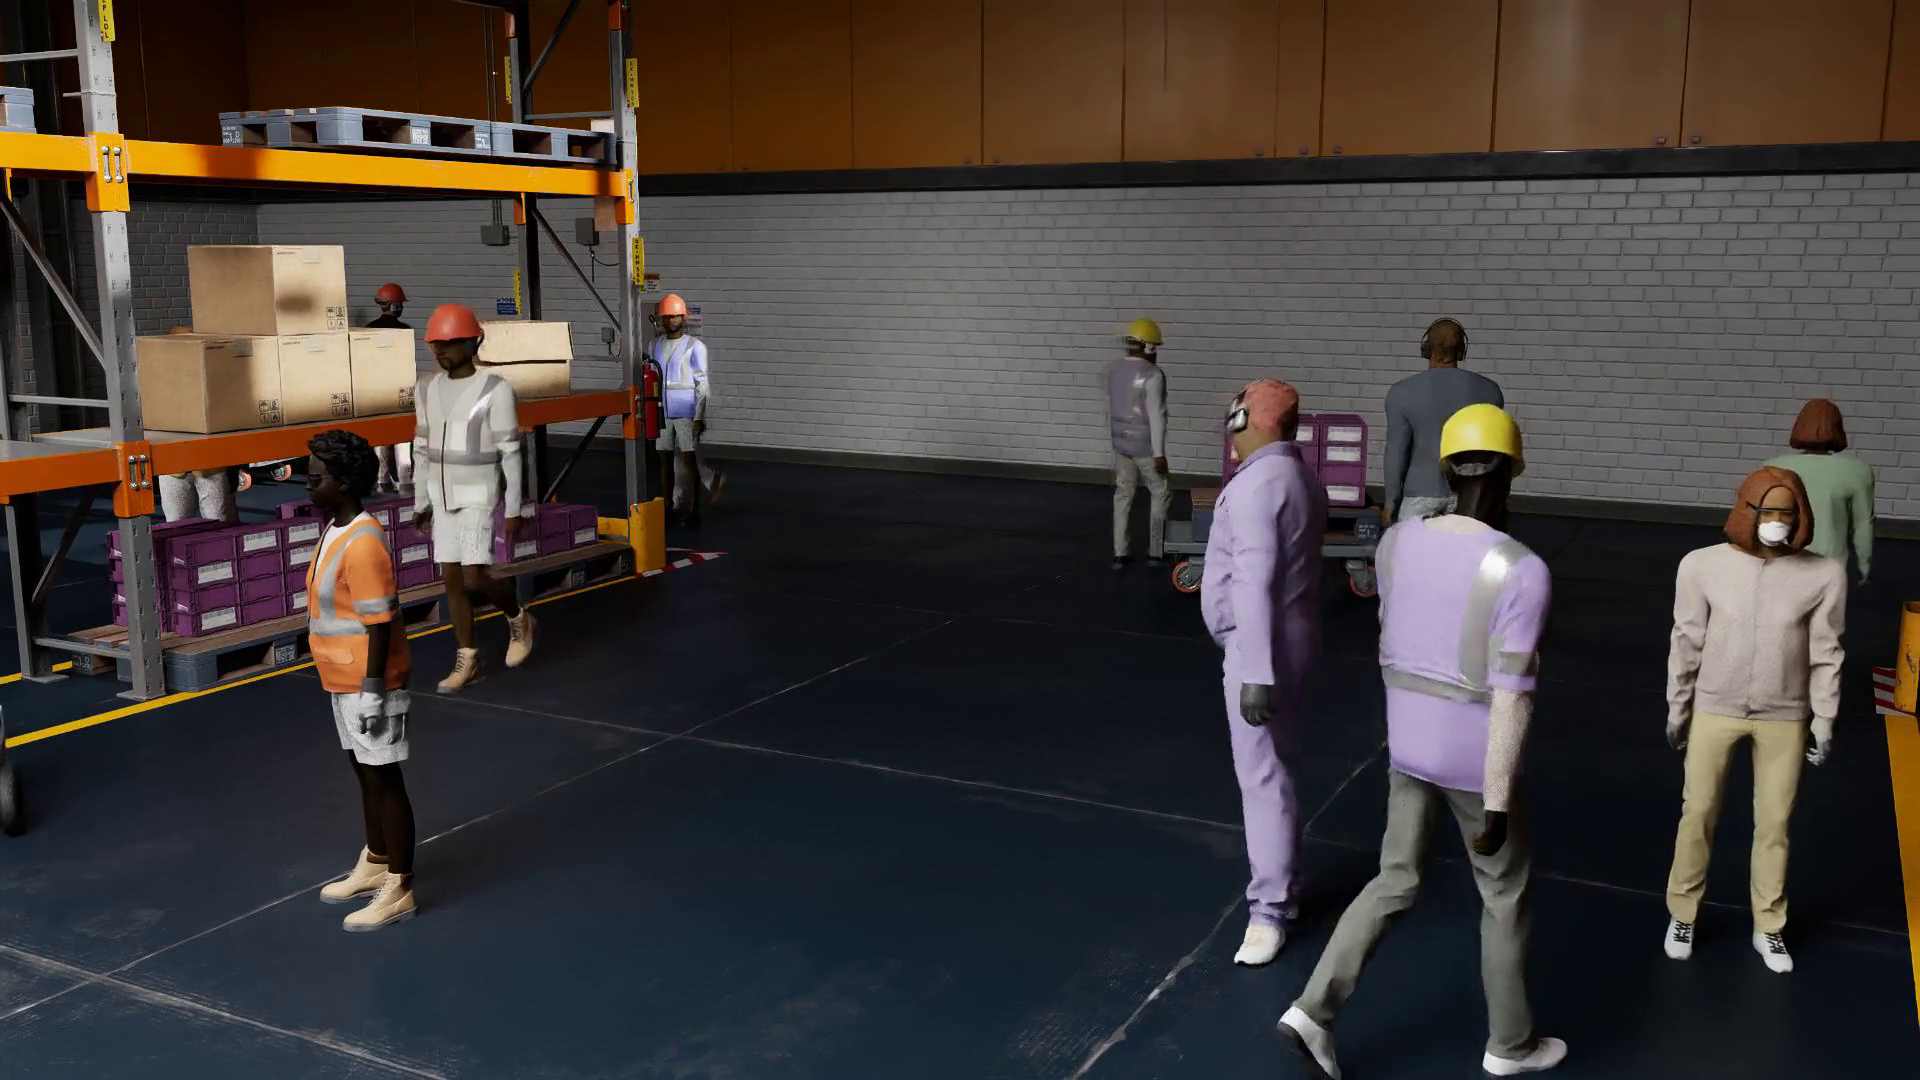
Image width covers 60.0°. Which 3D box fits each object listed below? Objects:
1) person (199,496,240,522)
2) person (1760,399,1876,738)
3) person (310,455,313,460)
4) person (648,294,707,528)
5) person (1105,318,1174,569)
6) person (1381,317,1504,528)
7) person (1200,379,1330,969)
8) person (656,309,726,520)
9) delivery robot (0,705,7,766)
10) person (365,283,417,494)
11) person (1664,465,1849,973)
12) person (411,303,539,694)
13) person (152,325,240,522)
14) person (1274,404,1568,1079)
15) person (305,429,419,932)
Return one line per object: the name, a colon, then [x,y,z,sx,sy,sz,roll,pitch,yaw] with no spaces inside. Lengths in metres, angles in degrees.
person: [-5.072,-0.523,11.203,0.326,1.765,0.533,0,10,-1]
person: [4.077,0.124,7.973,0.502,1.587,0.869,8,13,39]
person: [-5.383,-1.074,14.196,0.590,1.833,0.404,8,13,40]
person: [-2.374,-1.066,13.835,0.551,1.940,0.352,4,10,21]
person: [1.371,-0.691,12.040,0.659,1.805,0.633,-7,12,-34]
person: [2.564,-0.214,8.907,0.627,1.940,0.370,0,10,2]
person: [0.974,0.414,5.507,0.408,1.866,0.801,5,11,25]
person: [-2.345,-1.105,14.300,0.736,1.860,0.594,-9,14,-43]
delivery robot: [-4.023,0.823,6.624,0.477,0.478,0.707,-5,11,-26]
person: [-5.384,-1.436,15.821,0.613,1.994,0.395,6,11,29]
person: [2.512,0.570,5.288,0.504,1.629,0.282,4,10,21]
person: [-2.554,-0.224,8.710,0.614,2.026,0.545,5,11,25]
person: [-4.893,-0.454,10.627,0.621,1.835,0.430,-1,10,-5]
person: [1.276,0.579,4.483,0.827,1.883,0.592,-7,12,-34]
person: [-2.036,0.470,5.648,0.322,1.697,0.533,-6,11,-30]
